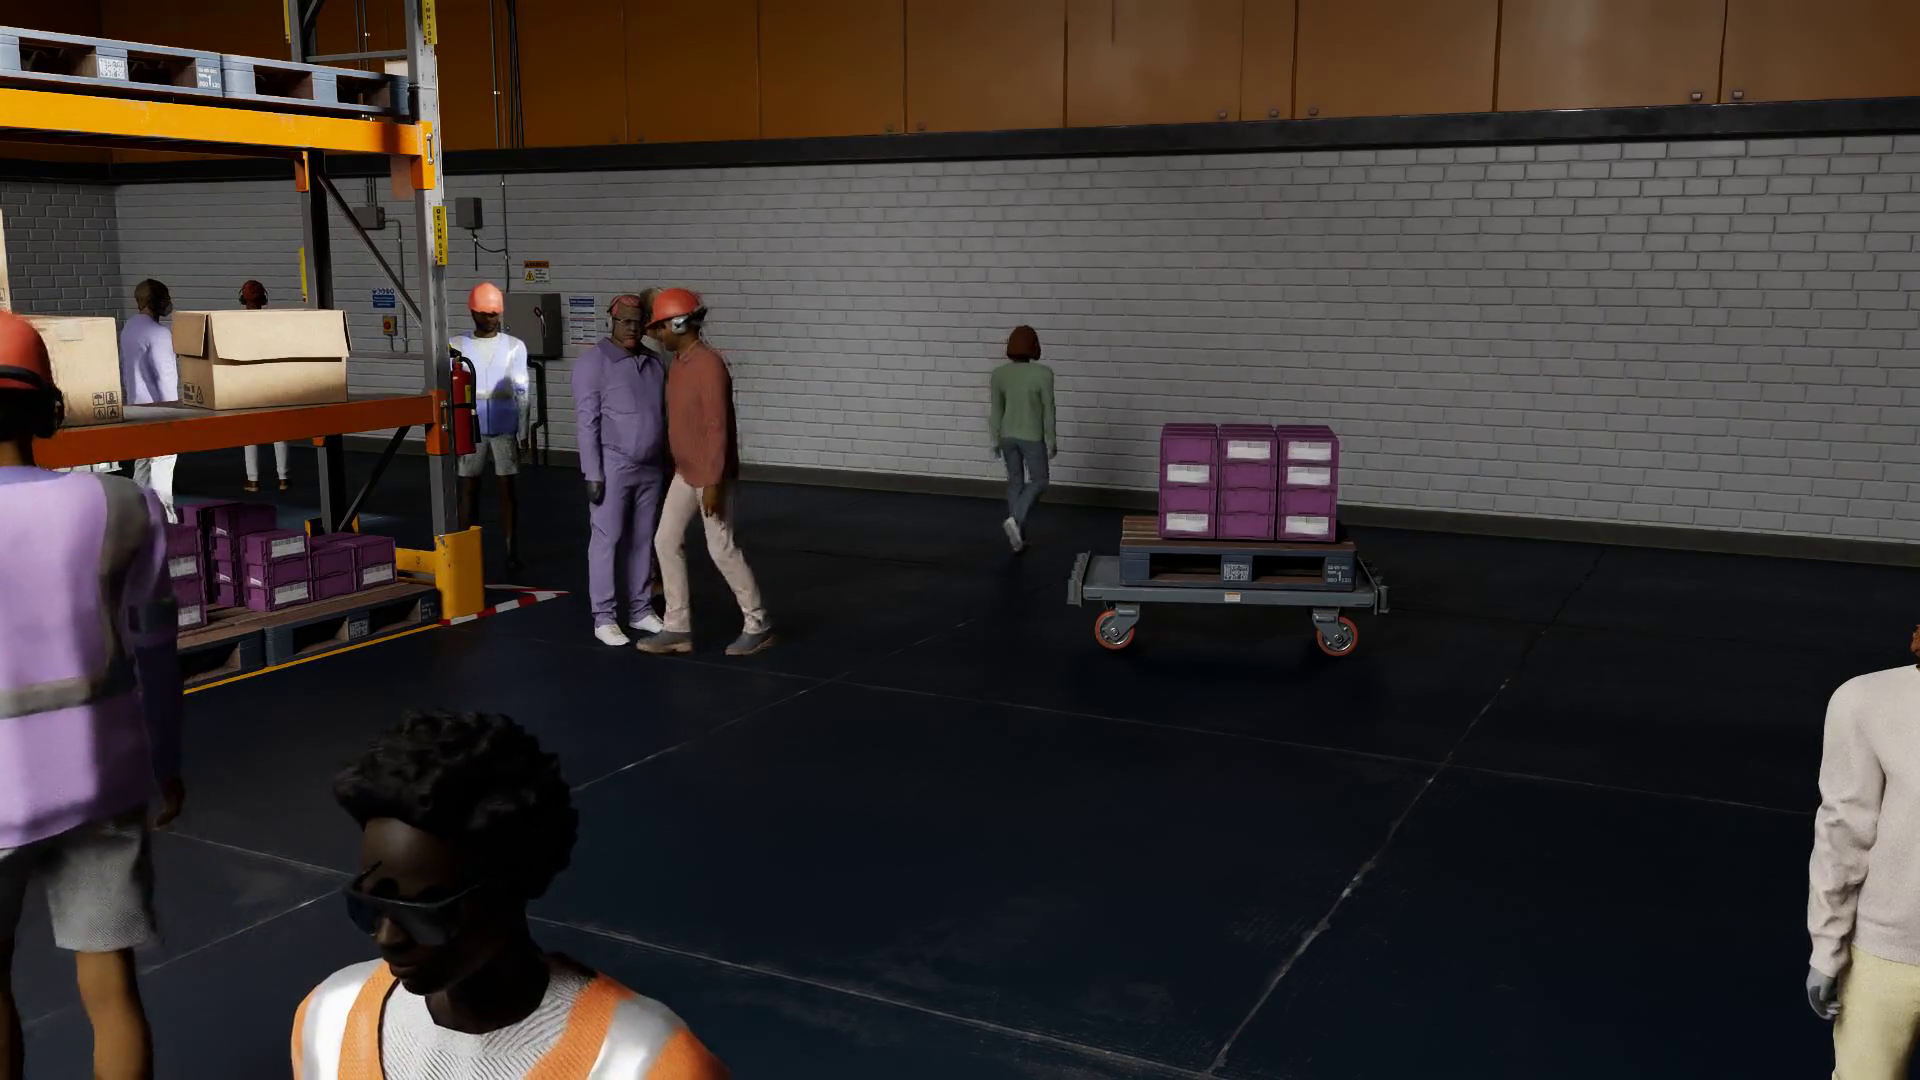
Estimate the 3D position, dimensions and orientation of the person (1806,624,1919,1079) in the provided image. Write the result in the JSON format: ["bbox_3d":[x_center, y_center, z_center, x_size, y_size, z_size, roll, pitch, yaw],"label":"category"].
[{"bbox_3d":[1.840,0.792,3.091,0.496,1.629,0.277,4,10,20],"label":"person"}]

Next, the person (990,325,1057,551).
[{"bbox_3d":[0.420,-0.701,11.724,0.513,1.619,0.501,6,11,30],"label":"person"}]

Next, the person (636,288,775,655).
[{"bbox_3d":[-1.365,-0.346,8.781,0.705,1.942,0.641,-6,12,-32],"label":"person"}]

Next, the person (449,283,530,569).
[{"bbox_3d":[-3.149,-0.747,11.140,0.545,1.927,0.376,-3,10,-18],"label":"person"}]

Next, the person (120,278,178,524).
[{"bbox_3d":[-5.951,-0.956,12.303,0.635,1.937,0.354,8,13,40],"label":"person"}]

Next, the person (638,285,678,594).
[{"bbox_3d":[-1.942,-0.649,10.565,0.385,1.934,0.642,3,10,14],"label":"person"}]

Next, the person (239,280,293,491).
[{"bbox_3d":[-6.260,-1.373,14.886,0.576,1.882,0.355,-5,11,-28],"label":"person"}]

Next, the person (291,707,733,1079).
[{"bbox_3d":[-0.472,0.990,1.774,0.533,1.687,0.320,4,11,21],"label":"person"}]

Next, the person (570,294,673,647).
[{"bbox_3d":[-1.805,-0.387,9.119,0.401,1.904,0.640,7,12,35],"label":"person"}]

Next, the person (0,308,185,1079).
[{"bbox_3d":[-1.967,0.520,3.542,0.628,2.019,0.723,-8,12,-37],"label":"person"}]
